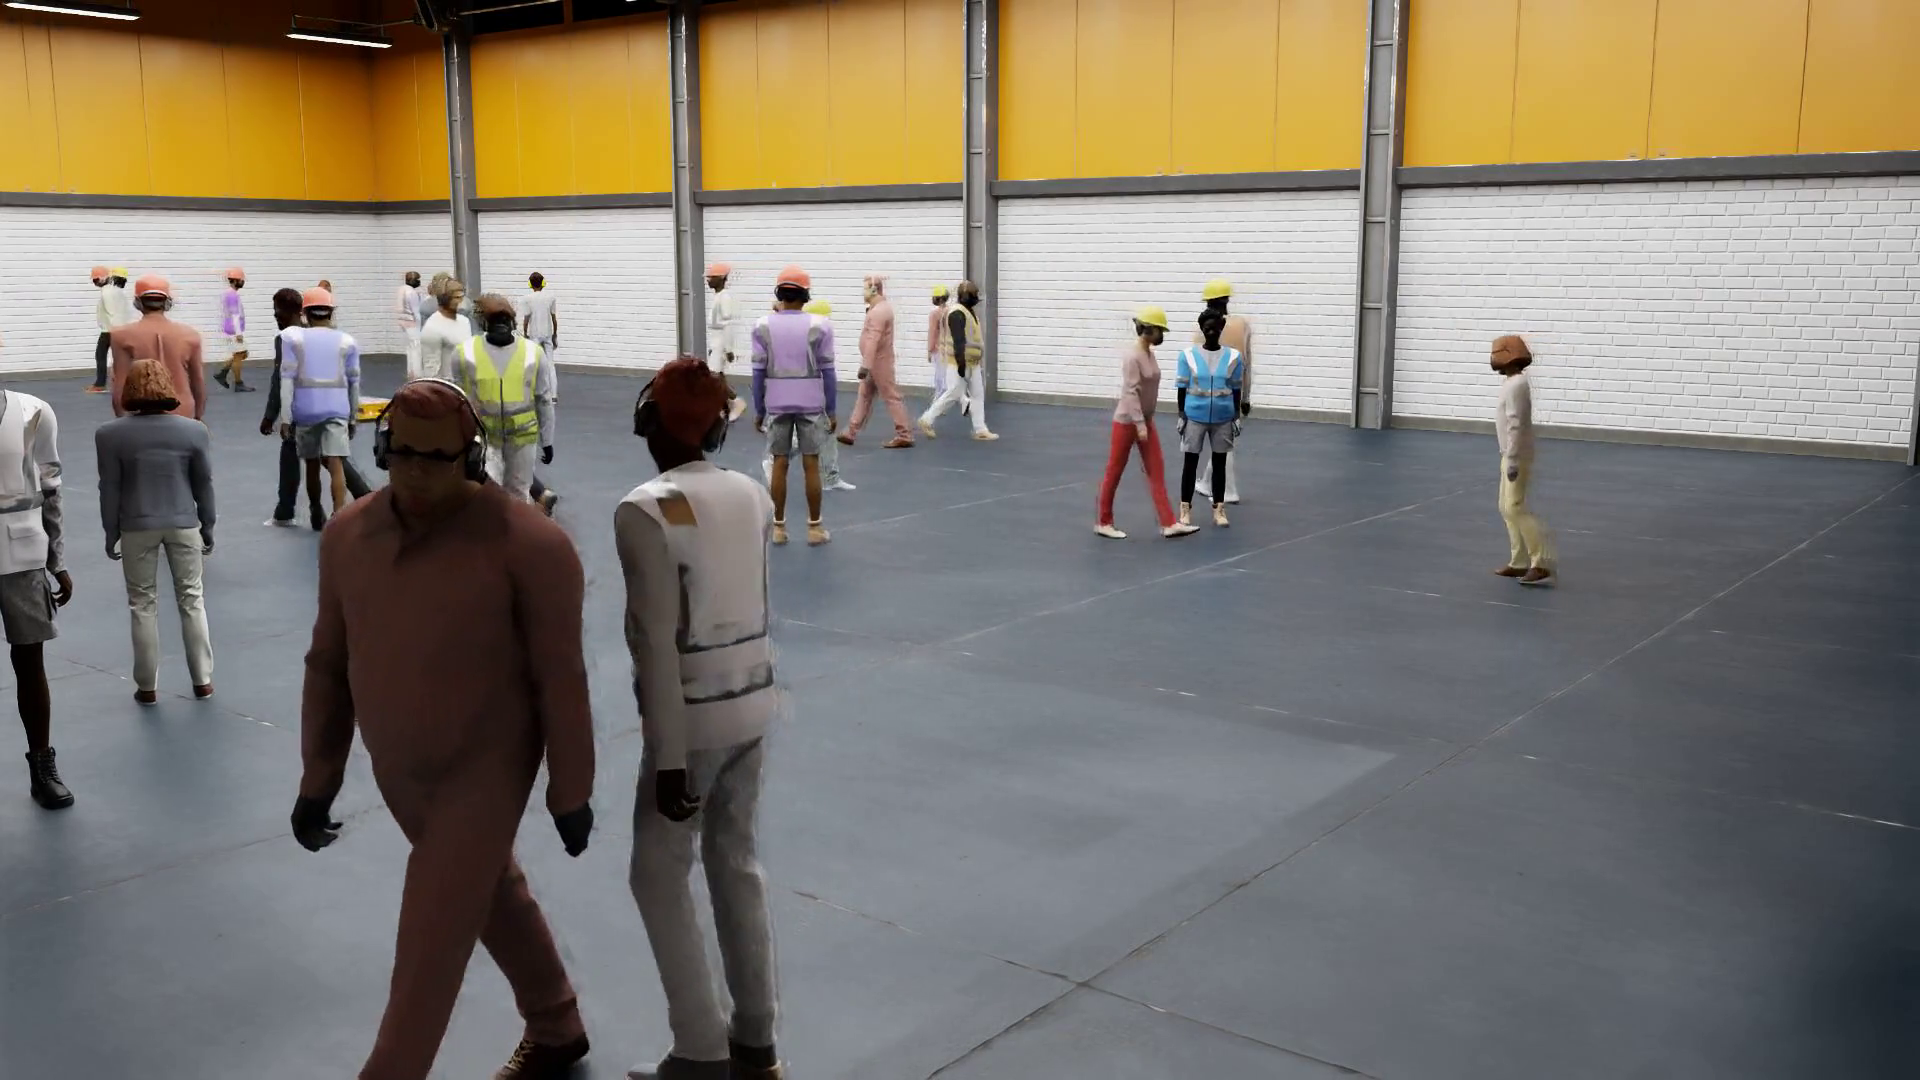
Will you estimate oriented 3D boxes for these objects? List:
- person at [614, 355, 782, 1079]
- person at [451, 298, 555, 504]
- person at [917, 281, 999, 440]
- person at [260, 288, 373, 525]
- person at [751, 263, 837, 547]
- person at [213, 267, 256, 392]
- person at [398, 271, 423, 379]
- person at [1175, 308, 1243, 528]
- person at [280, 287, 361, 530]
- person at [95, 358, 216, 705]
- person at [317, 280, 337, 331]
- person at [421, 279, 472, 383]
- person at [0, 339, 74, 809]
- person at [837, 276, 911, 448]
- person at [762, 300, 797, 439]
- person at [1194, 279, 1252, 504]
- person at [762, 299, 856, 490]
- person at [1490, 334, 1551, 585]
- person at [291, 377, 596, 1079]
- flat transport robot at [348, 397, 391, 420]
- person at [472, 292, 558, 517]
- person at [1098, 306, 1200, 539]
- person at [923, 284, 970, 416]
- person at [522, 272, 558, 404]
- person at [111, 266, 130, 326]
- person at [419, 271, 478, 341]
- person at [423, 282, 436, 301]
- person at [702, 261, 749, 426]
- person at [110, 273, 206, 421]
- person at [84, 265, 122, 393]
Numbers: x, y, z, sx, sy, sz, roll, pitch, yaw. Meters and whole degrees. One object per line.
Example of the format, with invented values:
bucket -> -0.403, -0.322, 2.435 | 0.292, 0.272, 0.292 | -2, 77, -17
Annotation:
person -> -0.632, 0.466, 4.223 | 0.462, 1.855, 0.603 | 6, 11, 30
person -> -2.932, -0.634, 10.713 | 0.654, 1.825, 0.634 | -3, 10, -18
person -> -0.030, -2.026, 18.875 | 0.857, 1.819, 0.630 | 3, 10, 18
person -> -4.961, -0.989, 12.831 | 1.045, 1.885, 0.613 | 0, 10, -1
person -> -1.190, -0.969, 12.038 | 0.614, 2.041, 0.390 | 1, 10, 4
person -> -11.126, -3.212, 25.466 | 0.535, 1.922, 0.558 | -4, 11, -23
person -> -9.174, -3.587, 27.897 | 0.447, 1.833, 0.664 | -7, 12, -34
person -> 1.922, -0.937, 12.856 | 0.532, 1.697, 0.322 | 0, 10, 1
person -> -4.752, -0.940, 12.382 | 0.584, 1.871, 1.047 | -4, 11, -23
person -> -3.763, -0.037, 7.832 | 0.494, 1.624, 0.280 | -7, 12, -34
person -> -11.909, -4.069, 31.277 | 0.499, 1.633, 0.289 | 6, 12, 33
person -> -4.281, -1.204, 13.794 | 0.793, 1.920, 0.642 | 1, 10, 8
person -> -3.624, 0.084, 6.216 | 0.552, 1.937, 0.356 | -8, 13, -39
person -> -0.984, -1.923, 18.100 | 0.966, 1.857, 0.666 | -1, 10, -4
person -> -2.043, -1.903, 18.749 | 0.834, 1.594, 0.534 | 8, 13, 40
person -> 2.157, -1.265, 14.180 | 0.628, 1.911, 0.652 | -7, 12, -35
person -> -1.349, -1.284, 14.804 | 0.752, 1.718, 0.484 | 1, 10, 5
person -> 3.620, -0.522, 10.752 | 0.442, 1.603, 0.555 | 3, 10, 18
person -> -1.186, 0.544, 3.822 | 0.645, 1.837, 0.996 | 5, 11, 29
flat transport robot -> -7.772, -1.717, 21.549 | 1.431, 0.197, 0.652 | 9, 13, 41
person -> -3.434, -0.949, 12.528 | 0.633, 1.831, 0.535 | 2, 10, 10
person -> 1.379, -0.840, 12.195 | 0.856, 1.710, 0.564 | 6, 12, 33
person -> -0.162, -2.458, 21.622 | 0.781, 1.740, 0.521 | 7, 12, 35
person -> -5.917, -2.835, 23.431 | 0.518, 1.865, 0.330 | -6, 11, -31
person -> -13.581, -3.464, 26.933 | 0.382, 1.917, 0.585 | -6, 11, -31
person -> -6.005, -2.169, 19.418 | 0.631, 1.906, 0.838 | -8, 13, -39
person -> -9.205, -3.716, 29.232 | 0.517, 1.634, 0.311 | 5, 11, 28
person -> -2.931, -2.391, 20.355 | 0.472, 2.025, 0.616 | -2, 10, -13
person -> -5.699, -0.893, 11.806 | 0.624, 1.970, 0.670 | -8, 12, -38
person -> -12.939, -3.234, 25.509 | 0.963, 1.957, 0.626 | -4, 10, -20
